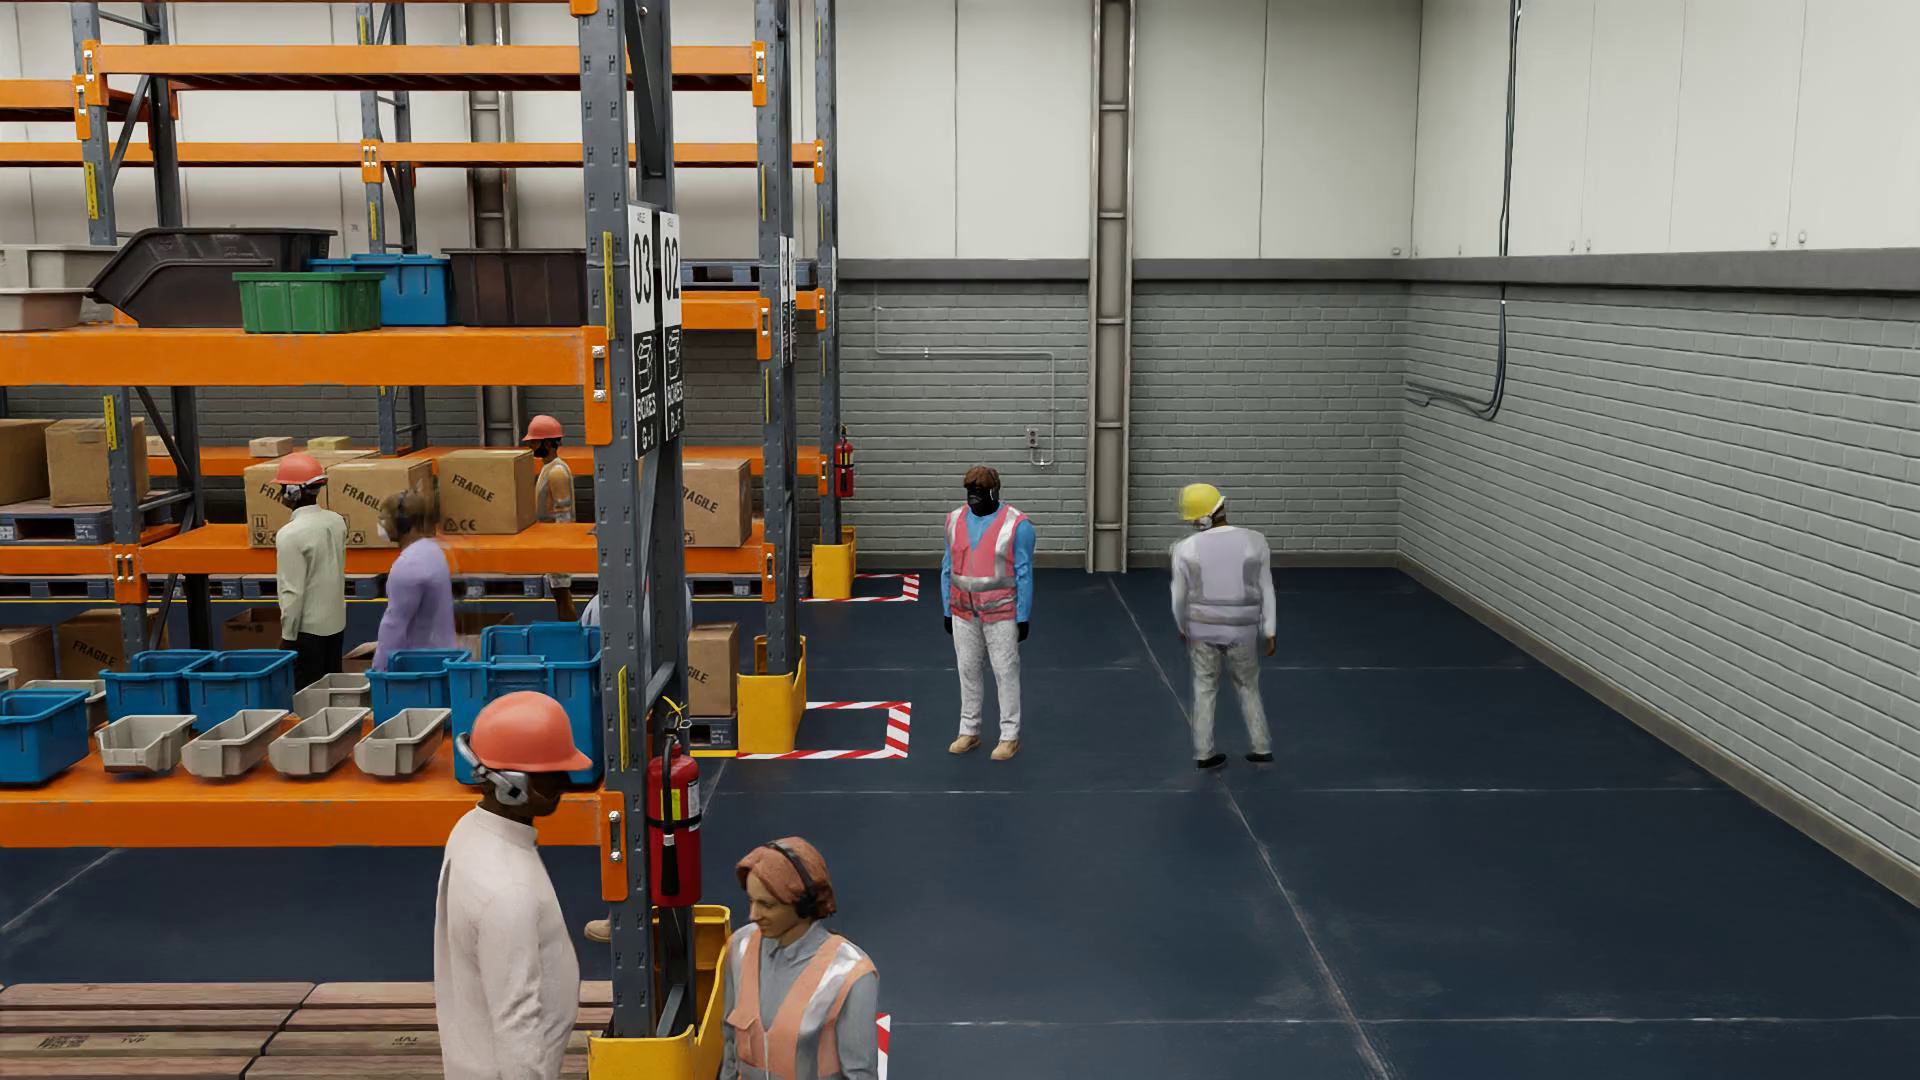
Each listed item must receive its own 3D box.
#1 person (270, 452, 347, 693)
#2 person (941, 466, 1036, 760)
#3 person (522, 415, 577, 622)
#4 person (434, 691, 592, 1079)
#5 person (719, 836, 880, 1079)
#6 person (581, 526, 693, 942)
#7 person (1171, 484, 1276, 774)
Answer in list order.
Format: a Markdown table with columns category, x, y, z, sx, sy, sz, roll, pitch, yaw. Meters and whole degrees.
| category | x | y | z | sx | sy | sz | roll | pitch | yaw |
| --- | --- | --- | --- | --- | --- | --- | --- | --- | --- |
| person | -3.729 | 0.490 | 9.561 | 0.381 | 1.995 | 0.611 | 1 | 9 | 7 |
| person | 0.155 | 0.450 | 10.325 | 0.631 | 1.836 | 0.430 | 5 | 10 | 27 |
| person | -3.100 | 0.021 | 12.614 | 0.375 | 1.935 | 0.551 | -3 | 10 | -19 |
| person | -1.133 | 1.356 | 4.298 | 0.403 | 1.982 | 0.628 | -4 | 10 | -22 |
| person | -0.403 | 1.539 | 4.241 | 0.528 | 1.630 | 0.319 | 7 | 12 | 37 |
| person | -1.527 | 0.793 | 7.561 | 0.538 | 2.000 | 0.683 | 3 | 10 | 16 |
| person | 1.603 | 0.544 | 9.929 | 0.693 | 1.775 | 0.458 | 1 | 9 | 8 |
